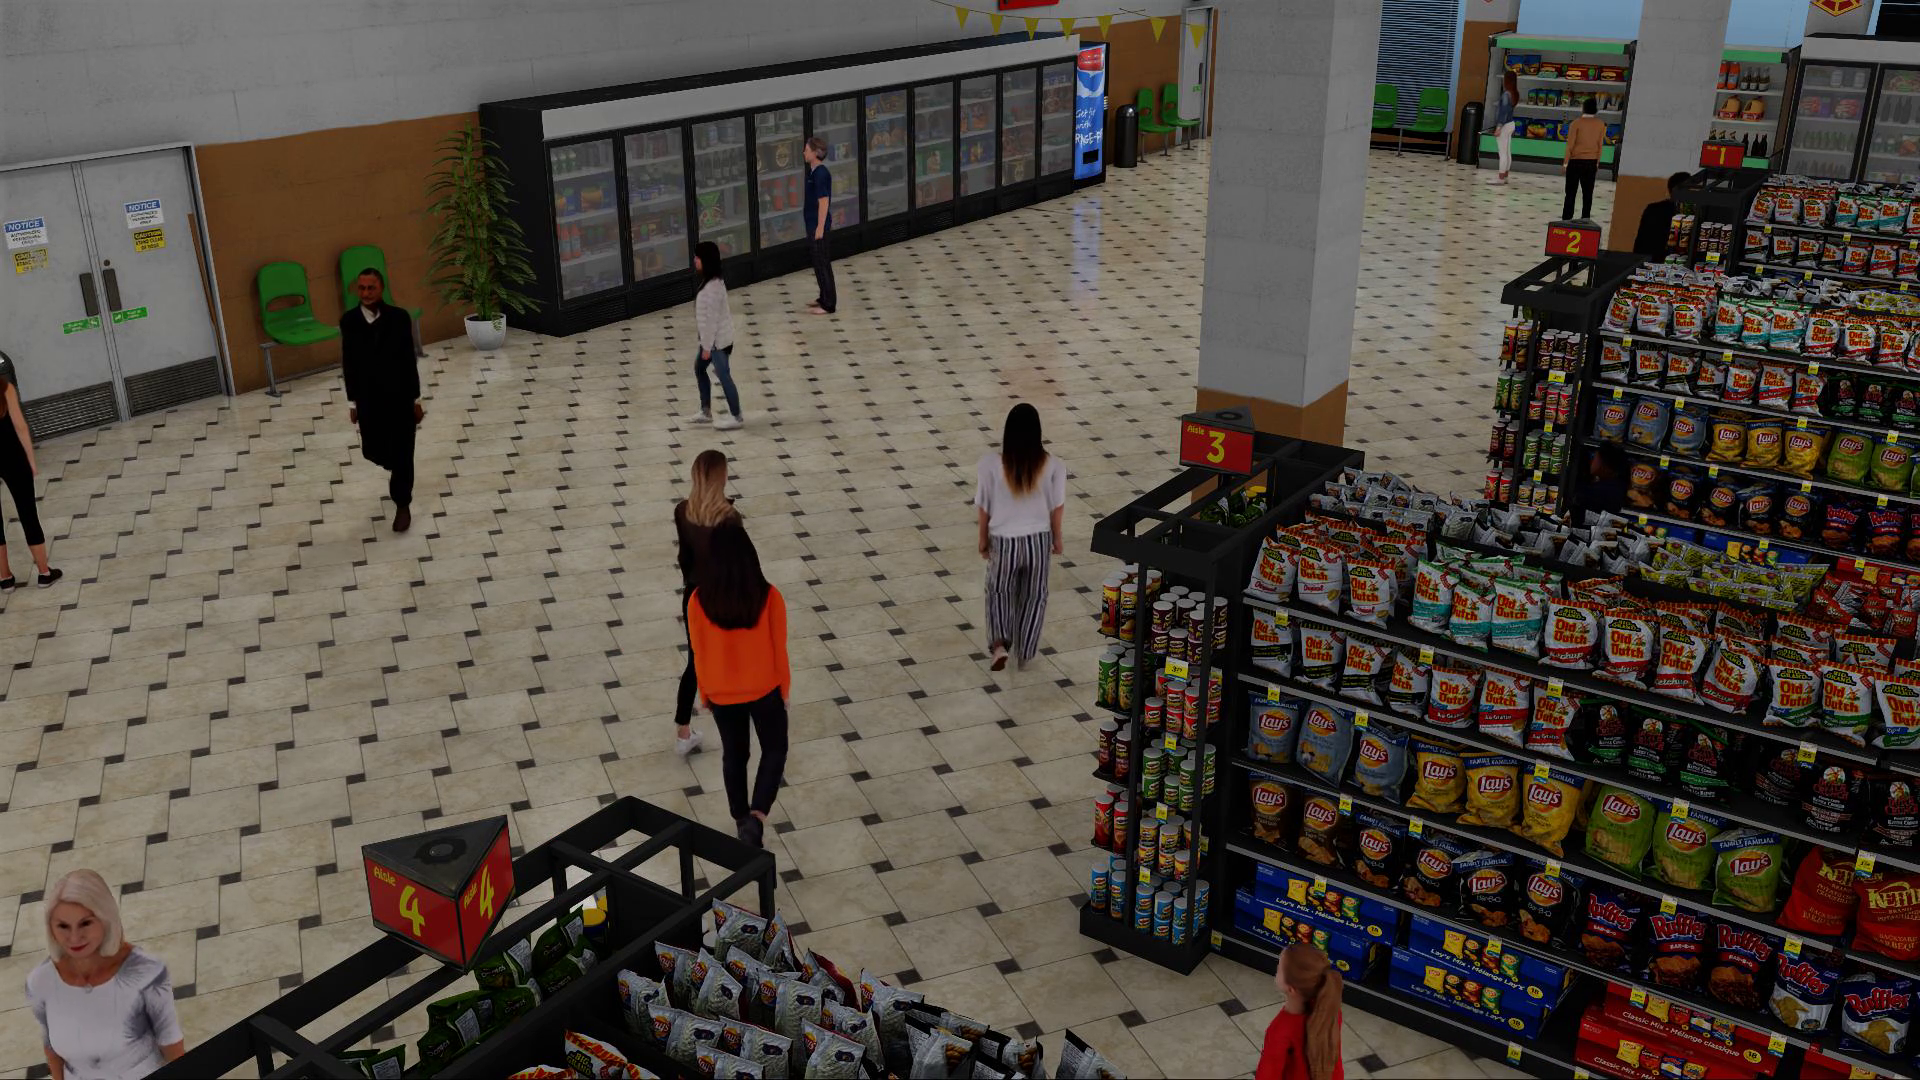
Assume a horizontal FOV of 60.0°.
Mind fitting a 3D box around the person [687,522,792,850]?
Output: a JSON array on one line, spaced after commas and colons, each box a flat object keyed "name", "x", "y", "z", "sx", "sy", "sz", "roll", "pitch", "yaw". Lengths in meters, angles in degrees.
[{"name": "person", "x": -1.017, "y": 0.765, "z": 7.790, "sx": 0.898, "sy": 1.731, "sz": 0.907, "roll": 2, "pitch": 22, "yaw": 4}]

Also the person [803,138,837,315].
[{"name": "person", "x": -1.523, "y": -3.394, "z": 17.953, "sx": 0.786, "sy": 1.871, "sz": 0.717, "roll": -4, "pitch": 22, "yaw": -11}]

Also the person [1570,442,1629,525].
[{"name": "person", "x": 3.967, "y": 0.024, "z": 10.266, "sx": 0.601, "sy": 1.262, "sz": 0.724, "roll": -19, "pitch": 29, "yaw": -40}]

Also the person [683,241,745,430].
[{"name": "person", "x": -1.997, "y": -1.727, "z": 14.141, "sx": 0.896, "sy": 1.621, "sz": 0.840, "roll": -6, "pitch": 23, "yaw": -14}]

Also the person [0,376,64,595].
[{"name": "person", "x": -6.323, "y": -0.491, "z": 10.928, "sx": 0.654, "sy": 1.723, "sz": 0.694, "roll": -7, "pitch": 23, "yaw": -16}]

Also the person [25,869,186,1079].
[{"name": "person", "x": -2.657, "y": 1.769, "z": 5.329, "sx": 0.983, "sy": 1.704, "sz": 1.114, "roll": -6, "pitch": 23, "yaw": -15}]

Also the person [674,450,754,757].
[{"name": "person", "x": -1.364, "y": 0.370, "z": 8.863, "sx": 0.978, "sy": 1.665, "sz": 0.759, "roll": 12, "pitch": 25, "yaw": 27}]

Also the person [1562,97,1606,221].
[{"name": "person", "x": 8.237, "y": -4.967, "z": 22.026, "sx": 0.746, "sy": 1.754, "sz": 0.822, "roll": -2, "pitch": 22, "yaw": -5}]

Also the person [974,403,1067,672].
[{"name": "person", "x": 0.345, "y": 0.039, "z": 9.686, "sx": 0.914, "sy": 1.665, "sz": 0.951, "roll": 2, "pitch": 22, "yaw": 4}]

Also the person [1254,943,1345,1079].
[{"name": "person", "x": 1.167, "y": 1.915, "z": 5.539, "sx": 0.541, "sy": 1.277, "sz": 0.534, "roll": 19, "pitch": 29, "yaw": 39}]

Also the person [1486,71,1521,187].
[{"name": "person", "x": 8.340, "y": -6.288, "z": 25.383, "sx": 0.492, "sy": 1.703, "sz": 0.605, "roll": 15, "pitch": 26, "yaw": 32}]

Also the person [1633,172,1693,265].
[{"name": "person", "x": 6.574, "y": -2.553, "z": 15.890, "sx": 1.105, "sy": 1.850, "sz": 1.136, "roll": -10, "pitch": 24, "yaw": -24}]

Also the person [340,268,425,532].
[{"name": "person", "x": -4.154, "y": -1.048, "z": 12.091, "sx": 1.080, "sy": 1.889, "sz": 1.113, "roll": -2, "pitch": 22, "yaw": -5}]
